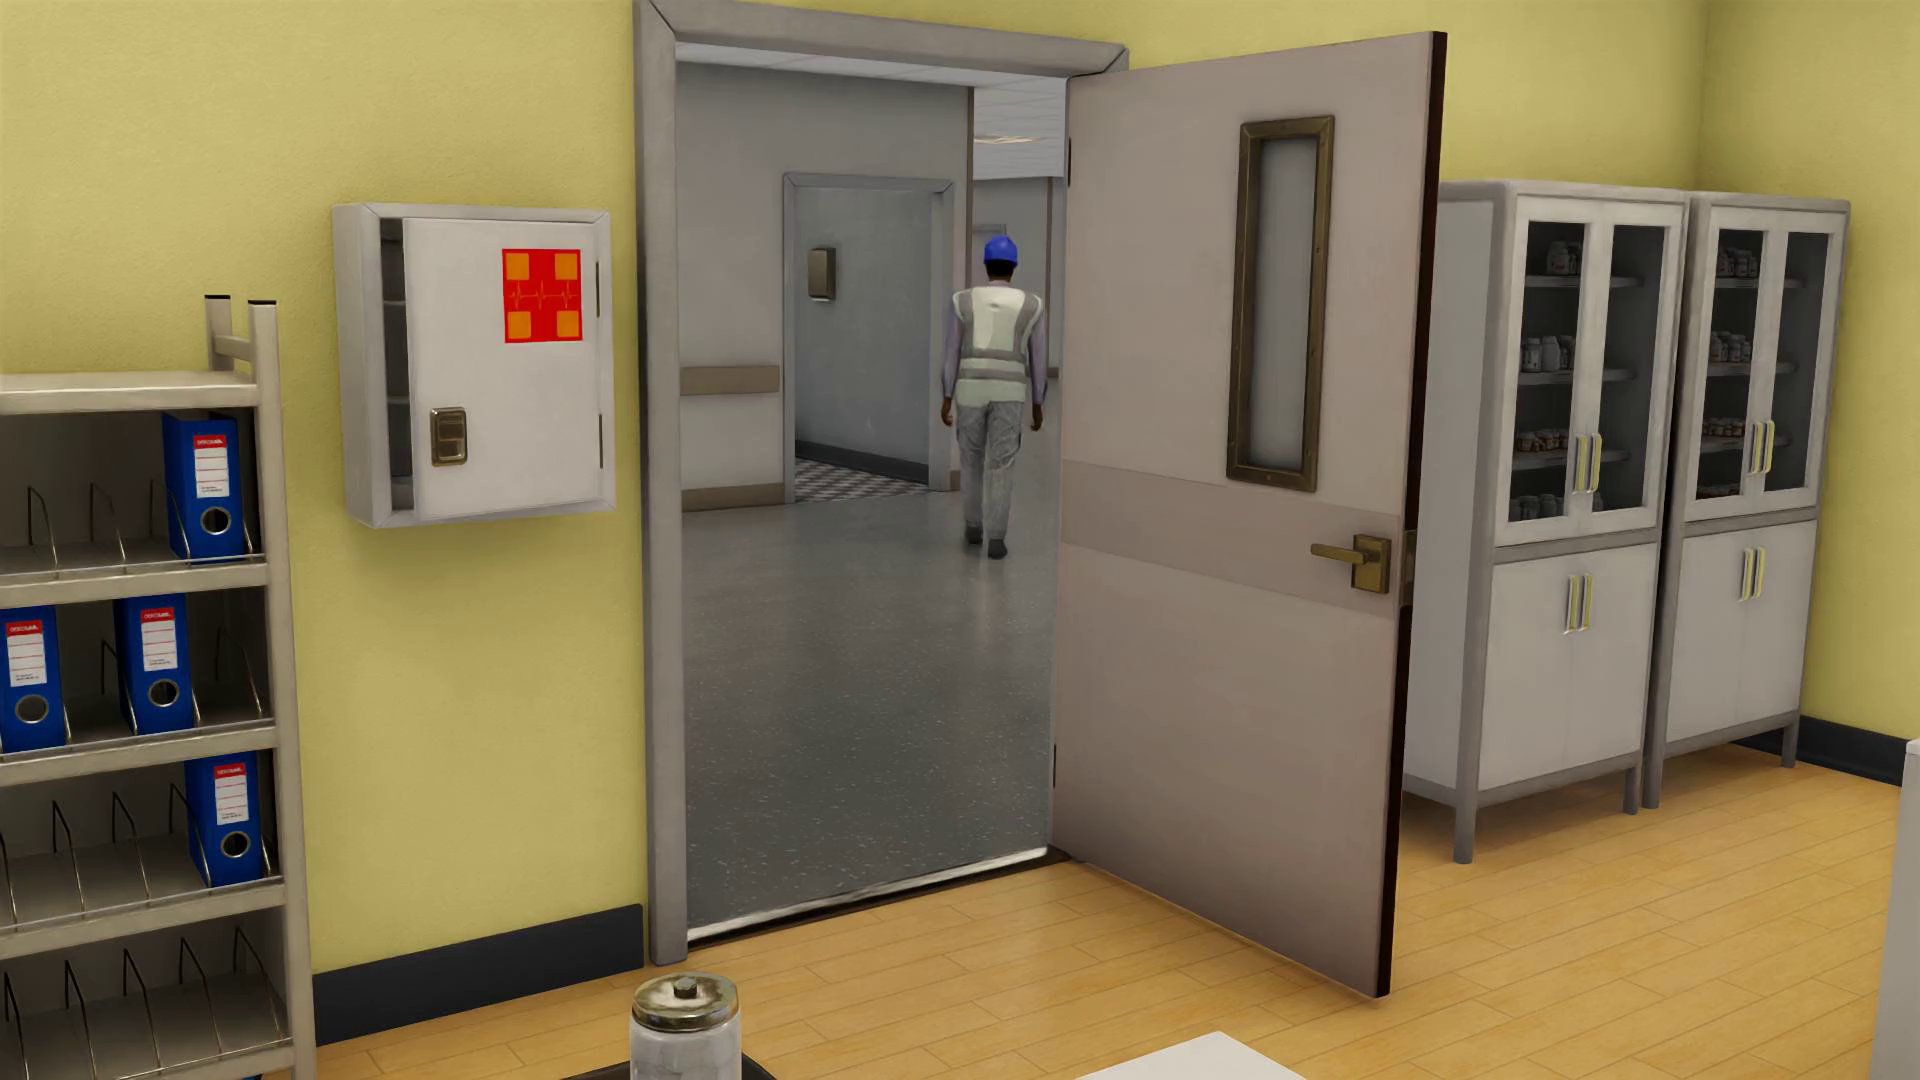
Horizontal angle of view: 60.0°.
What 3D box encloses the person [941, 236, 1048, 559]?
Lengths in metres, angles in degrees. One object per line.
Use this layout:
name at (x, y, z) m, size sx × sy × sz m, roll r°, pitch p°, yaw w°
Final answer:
person at (0.215, -0.868, 10.043) m, size 0.635 × 1.888 × 0.891 m, roll 2°, pitch 10°, yaw 4°
